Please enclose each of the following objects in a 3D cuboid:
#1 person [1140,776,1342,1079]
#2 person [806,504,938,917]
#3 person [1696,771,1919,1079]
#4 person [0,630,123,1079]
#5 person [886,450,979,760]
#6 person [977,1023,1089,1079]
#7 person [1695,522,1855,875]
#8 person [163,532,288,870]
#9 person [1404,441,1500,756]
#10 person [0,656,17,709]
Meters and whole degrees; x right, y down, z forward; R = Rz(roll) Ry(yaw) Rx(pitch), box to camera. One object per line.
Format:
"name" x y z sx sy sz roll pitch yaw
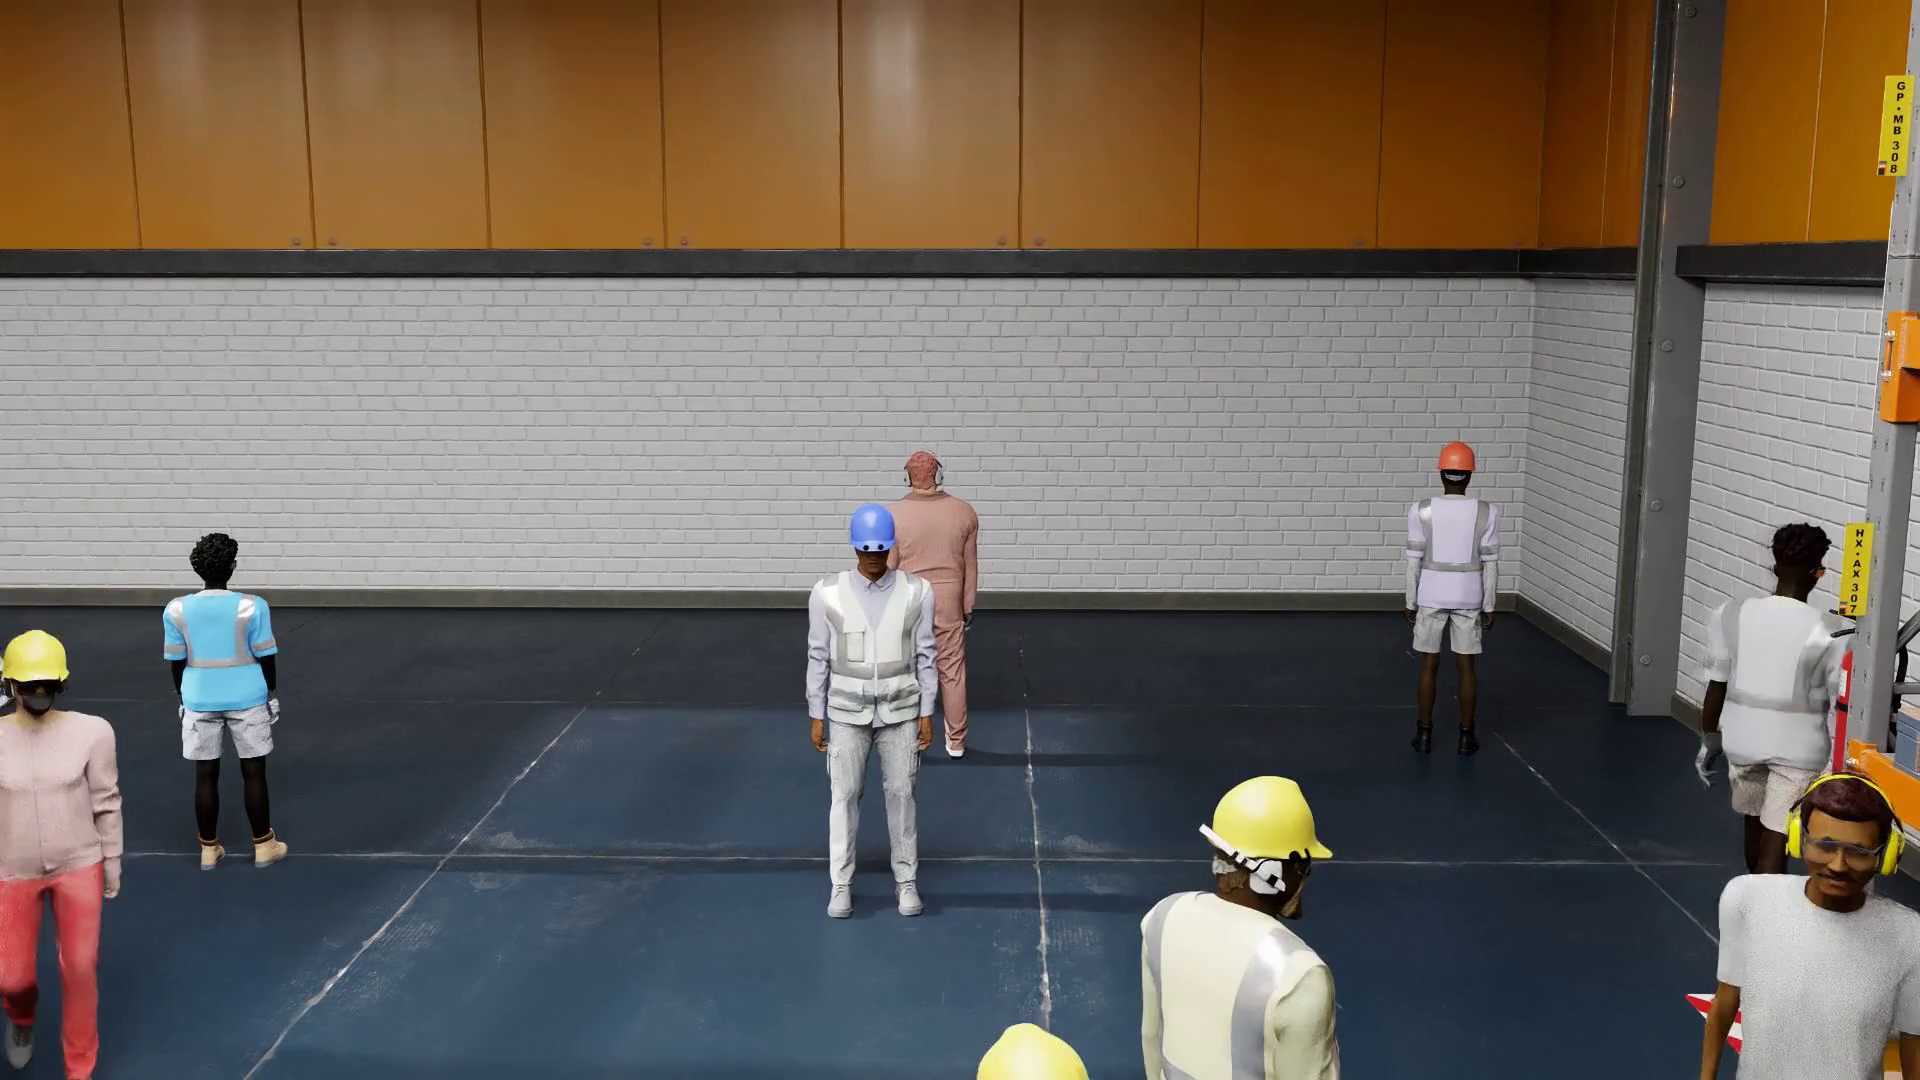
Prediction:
"person" 0.689 1.458 3.983 0.404 1.826 0.587 -6 11 -33
"person" -0.403 0.786 7.671 0.610 1.938 0.410 -1 10 -7
"person" 2.088 1.423 4.111 0.542 1.853 0.652 7 12 35
"person" -3.276 1.163 5.944 0.541 1.751 0.486 -6 11 -33
"person" -0.209 0.407 10.051 0.641 1.904 0.401 -3 10 -18
"person" 0.163 1.697 2.857 0.516 1.720 0.912 -4 10 -24
"person" 3.596 0.873 7.183 0.914 1.923 0.613 -7 12 -38
"person" -3.649 0.806 8.276 0.533 1.697 0.318 -1 10 -6
"person" 3.013 0.360 10.228 0.552 1.934 0.364 2 10 14
"person" -6.753 0.376 11.118 0.830 1.604 0.524 0 9 -2
